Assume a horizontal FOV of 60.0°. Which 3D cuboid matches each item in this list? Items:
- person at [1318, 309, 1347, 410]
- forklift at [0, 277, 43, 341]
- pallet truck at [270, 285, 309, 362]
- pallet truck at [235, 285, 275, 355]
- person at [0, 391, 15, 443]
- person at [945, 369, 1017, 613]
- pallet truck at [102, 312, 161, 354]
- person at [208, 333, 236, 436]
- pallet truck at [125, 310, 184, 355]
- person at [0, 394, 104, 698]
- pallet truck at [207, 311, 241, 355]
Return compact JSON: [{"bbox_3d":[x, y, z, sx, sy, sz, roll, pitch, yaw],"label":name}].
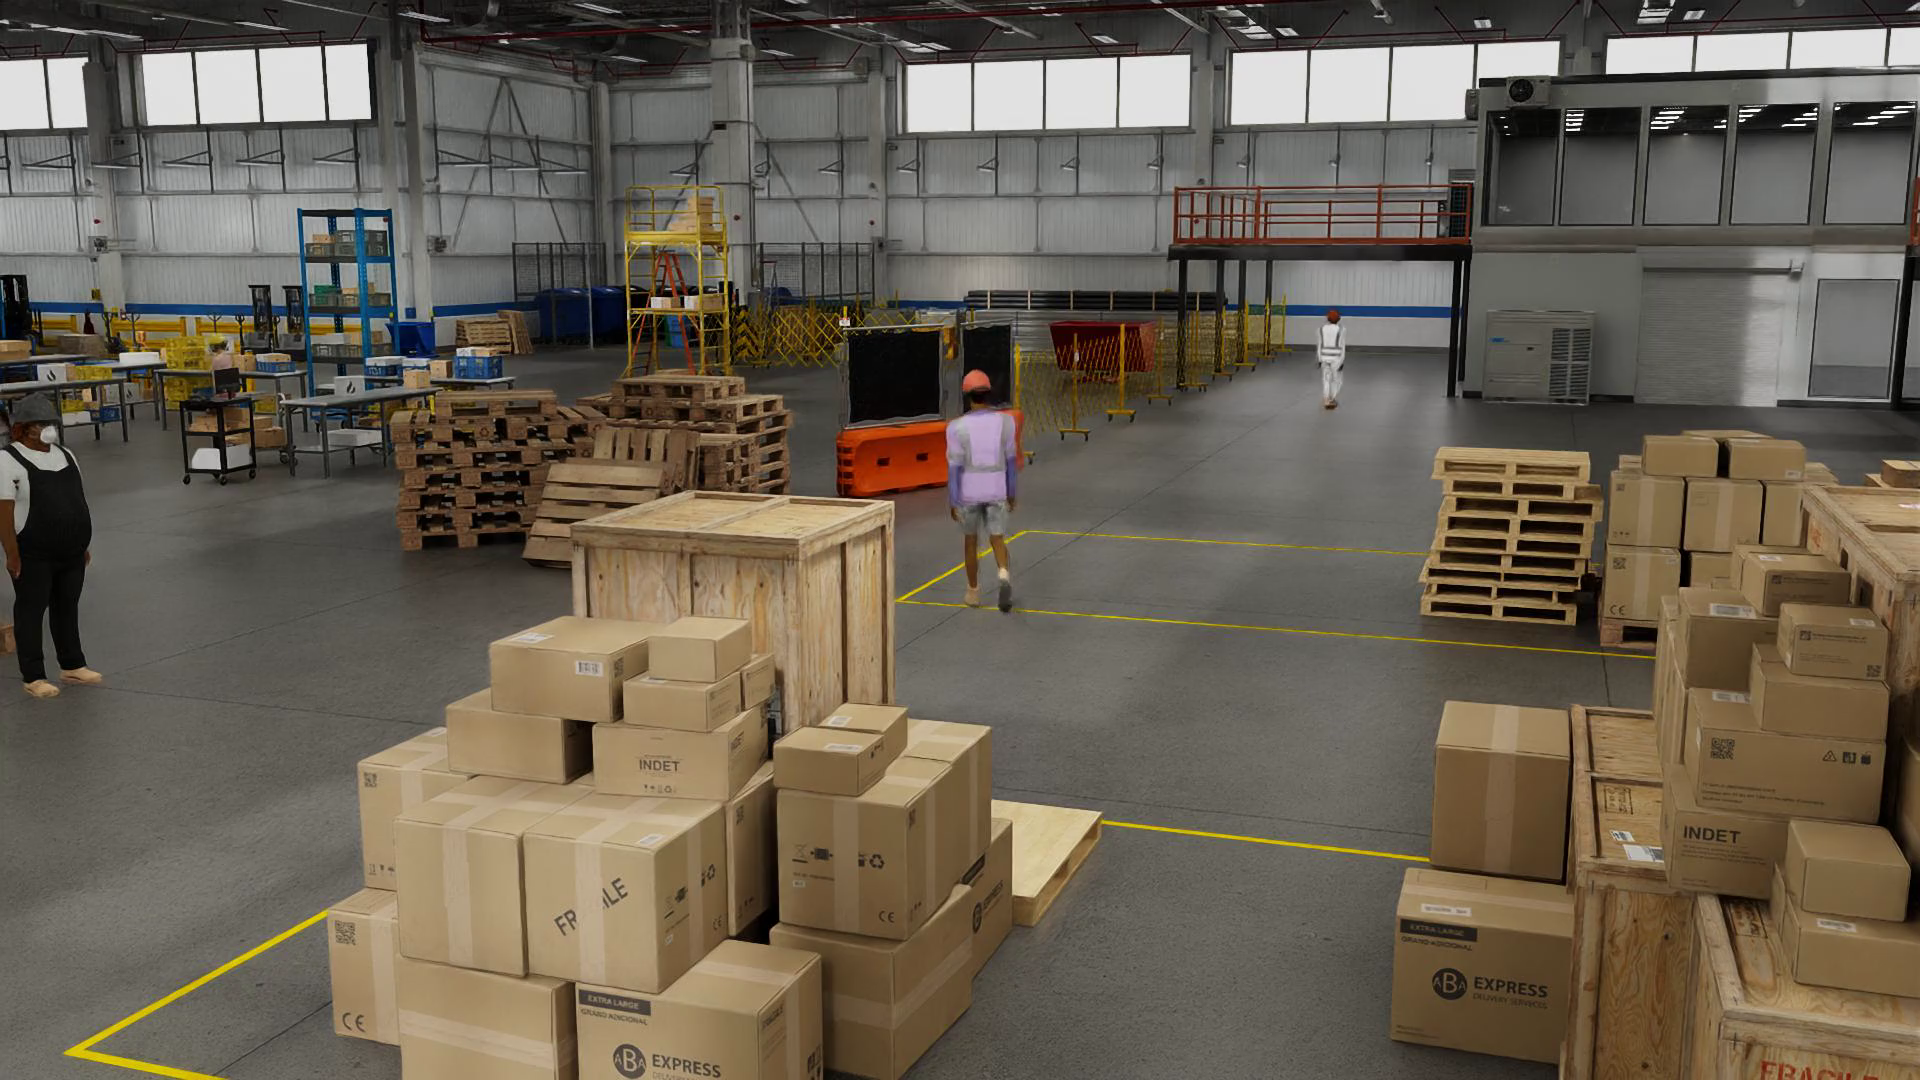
[{"bbox_3d":[6.836,-3.308,30.566,0.580,1.867,0.431,7,12,33],"label":"person"},{"bbox_3d":[-27.151,-6.329,46.328,1.157,1.987,2.680,3,11,17],"label":"forklift"},{"bbox_3d":[-17.147,-5.700,43.663,0.823,1.965,1.885,3,11,17],"label":"pallet truck"},{"bbox_3d":[-18.327,-5.835,44.421,0.823,1.965,1.885,4,11,23],"label":"pallet truck"},{"bbox_3d":[-10.881,-1.158,18.594,0.970,1.824,0.539,3,11,18],"label":"person"},{"bbox_3d":[0.198,-0.386,13.680,0.633,2.026,0.771,-3,10,-15],"label":"person"},{"bbox_3d":[-23.057,-5.777,46.261,0.680,1.201,1.601,3,11,19],"label":"pallet truck"},{"bbox_3d":[-10.719,-2.124,24.179,0.326,1.767,0.533,0,10,1],"label":"person"},{"bbox_3d":[-22.038,-5.665,45.457,0.704,1.261,1.522,3,11,17],"label":"pallet truck"},{"bbox_3d":[-6.163,0.027,11.285,0.538,2.000,0.684,3,11,16],"label":"person"},{"bbox_3d":[-19.537,-5.575,44.913,0.653,1.274,1.630,3,11,19],"label":"pallet truck"}]
